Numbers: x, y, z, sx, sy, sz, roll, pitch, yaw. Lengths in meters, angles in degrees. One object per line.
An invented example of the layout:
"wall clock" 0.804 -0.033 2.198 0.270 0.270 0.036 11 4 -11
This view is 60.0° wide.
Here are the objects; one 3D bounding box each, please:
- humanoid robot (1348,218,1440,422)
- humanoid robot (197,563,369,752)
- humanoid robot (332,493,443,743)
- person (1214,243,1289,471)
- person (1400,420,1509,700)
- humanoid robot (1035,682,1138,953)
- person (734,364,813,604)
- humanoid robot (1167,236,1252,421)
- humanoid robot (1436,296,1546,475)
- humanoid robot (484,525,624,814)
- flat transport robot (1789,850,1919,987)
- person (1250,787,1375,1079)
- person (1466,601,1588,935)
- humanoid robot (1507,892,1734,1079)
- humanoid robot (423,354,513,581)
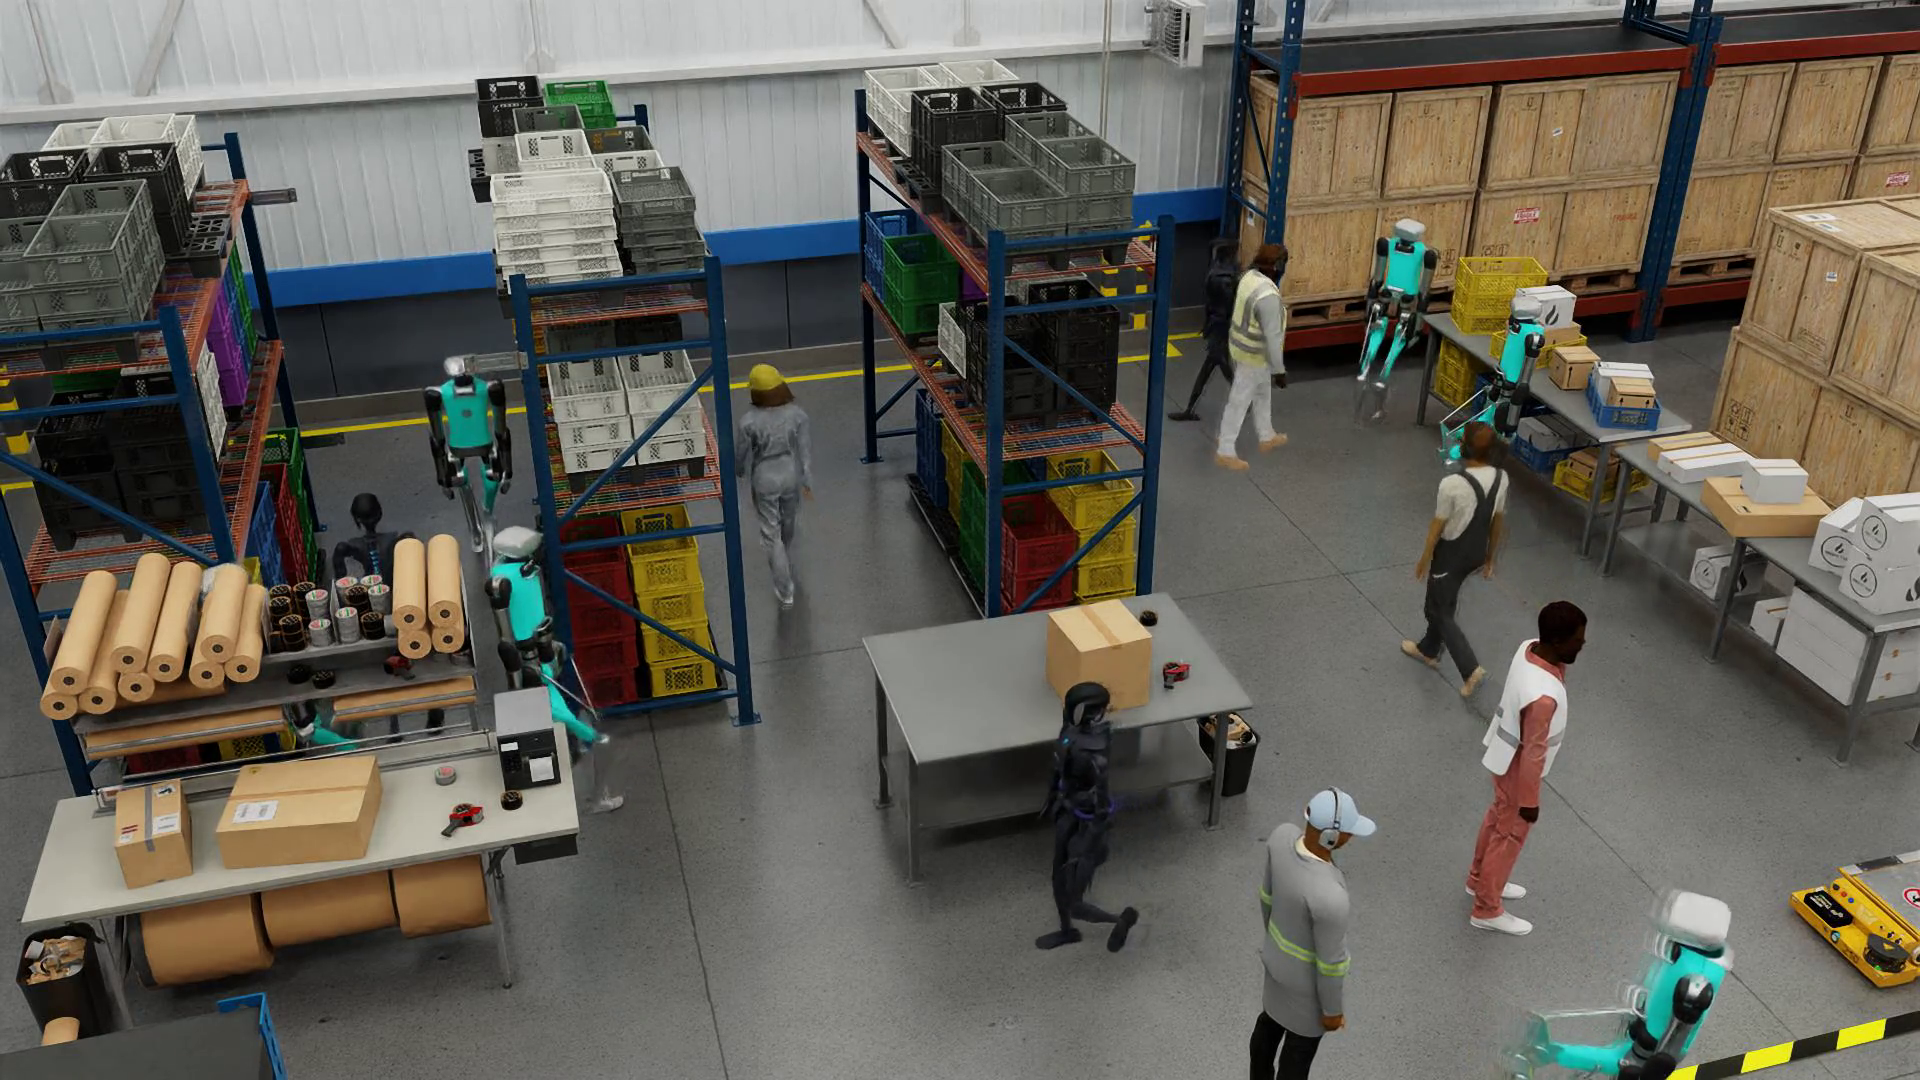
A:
"humanoid robot" 3.540 -1.704 13.836 0.561 1.872 0.677 20 34 31
"humanoid robot" -3.560 0.826 9.194 0.582 1.811 0.950 20 35 32
"humanoid robot" -3.322 0.497 9.801 0.600 1.638 0.521 -5 29 -9
"person" 2.412 -1.419 13.150 0.746 1.805 0.833 -1 29 -2
"person" 3.131 0.116 10.339 0.514 1.826 0.773 -16 32 -26
"humanoid robot" 0.639 1.369 8.209 0.481 1.637 0.595 -10 30 -17
"person" -1.325 -0.445 11.486 0.501 1.693 0.796 -16 33 -27
"humanoid robot" 2.185 -1.774 13.980 0.792 1.631 0.610 -2 29 -4
"humanoid robot" 3.840 -0.985 12.289 0.735 1.677 0.533 1 29 1
"humanoid robot" -2.140 0.780 9.262 0.831 1.802 0.574 4 29 7
"flat transport robot" 5.163 1.916 8.676 1.431 0.231 0.659 -8 30 -14
"person" 1.505 1.838 7.180 0.404 1.847 0.587 -8 30 -14
"person" 2.831 1.137 8.396 0.393 1.911 0.580 8 30 13
"humanoid robot" 2.606 2.116 6.840 1.040 1.766 0.538 13 31 23
"humanoid robot" -3.424 -0.571 11.722 0.540 1.773 1.023 -8 30 -15
